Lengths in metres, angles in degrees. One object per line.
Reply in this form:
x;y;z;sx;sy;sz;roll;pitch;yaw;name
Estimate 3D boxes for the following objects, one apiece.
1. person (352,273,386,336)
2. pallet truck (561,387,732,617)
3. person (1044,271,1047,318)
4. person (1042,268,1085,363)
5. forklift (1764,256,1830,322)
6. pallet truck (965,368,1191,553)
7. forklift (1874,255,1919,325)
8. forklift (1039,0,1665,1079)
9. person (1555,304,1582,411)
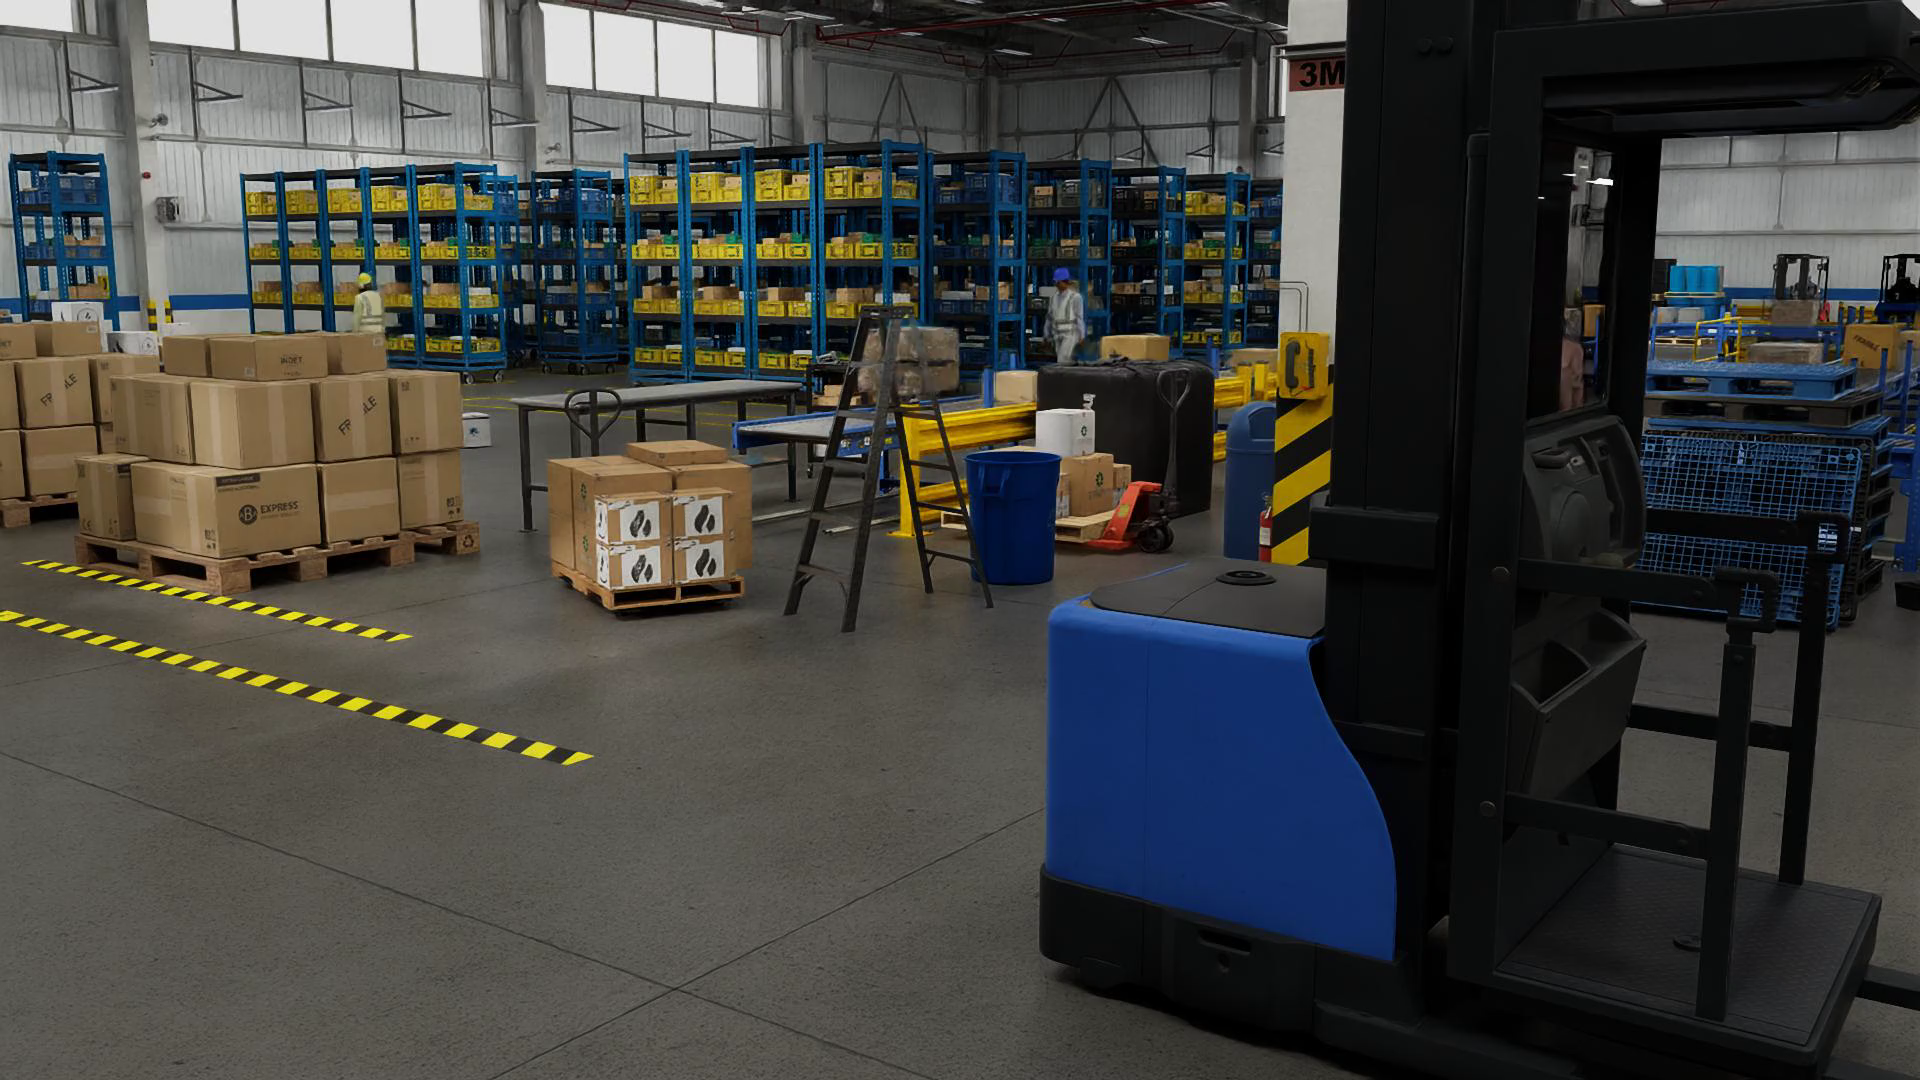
-9.819;-3.465;27.341;0.732;1.809;0.621;4;10;21;person
-1.981;-0.274;10.088;0.680;1.201;1.601;-5;11;-28;pallet truck
1.956;-5.573;39.866;0.572;1.833;0.410;9;13;42;person
1.356;-2.819;23.182;0.865;1.914;0.651;-7;12;-37;person
20.253;-5.854;40.139;1.157;1.987;2.680;7;12;35;forklift
0.845;-0.609;11.869;1.630;1.274;0.653;7;12;35;pallet truck
22.089;-5.634;38.796;1.157;1.987;2.680;6;11;33;forklift
1.249;-0.137;4.360;1.873;2.768;1.129;7;12;35;forklift
4.839;-1.136;13.765;0.545;1.720;0.902;4;10;21;person
